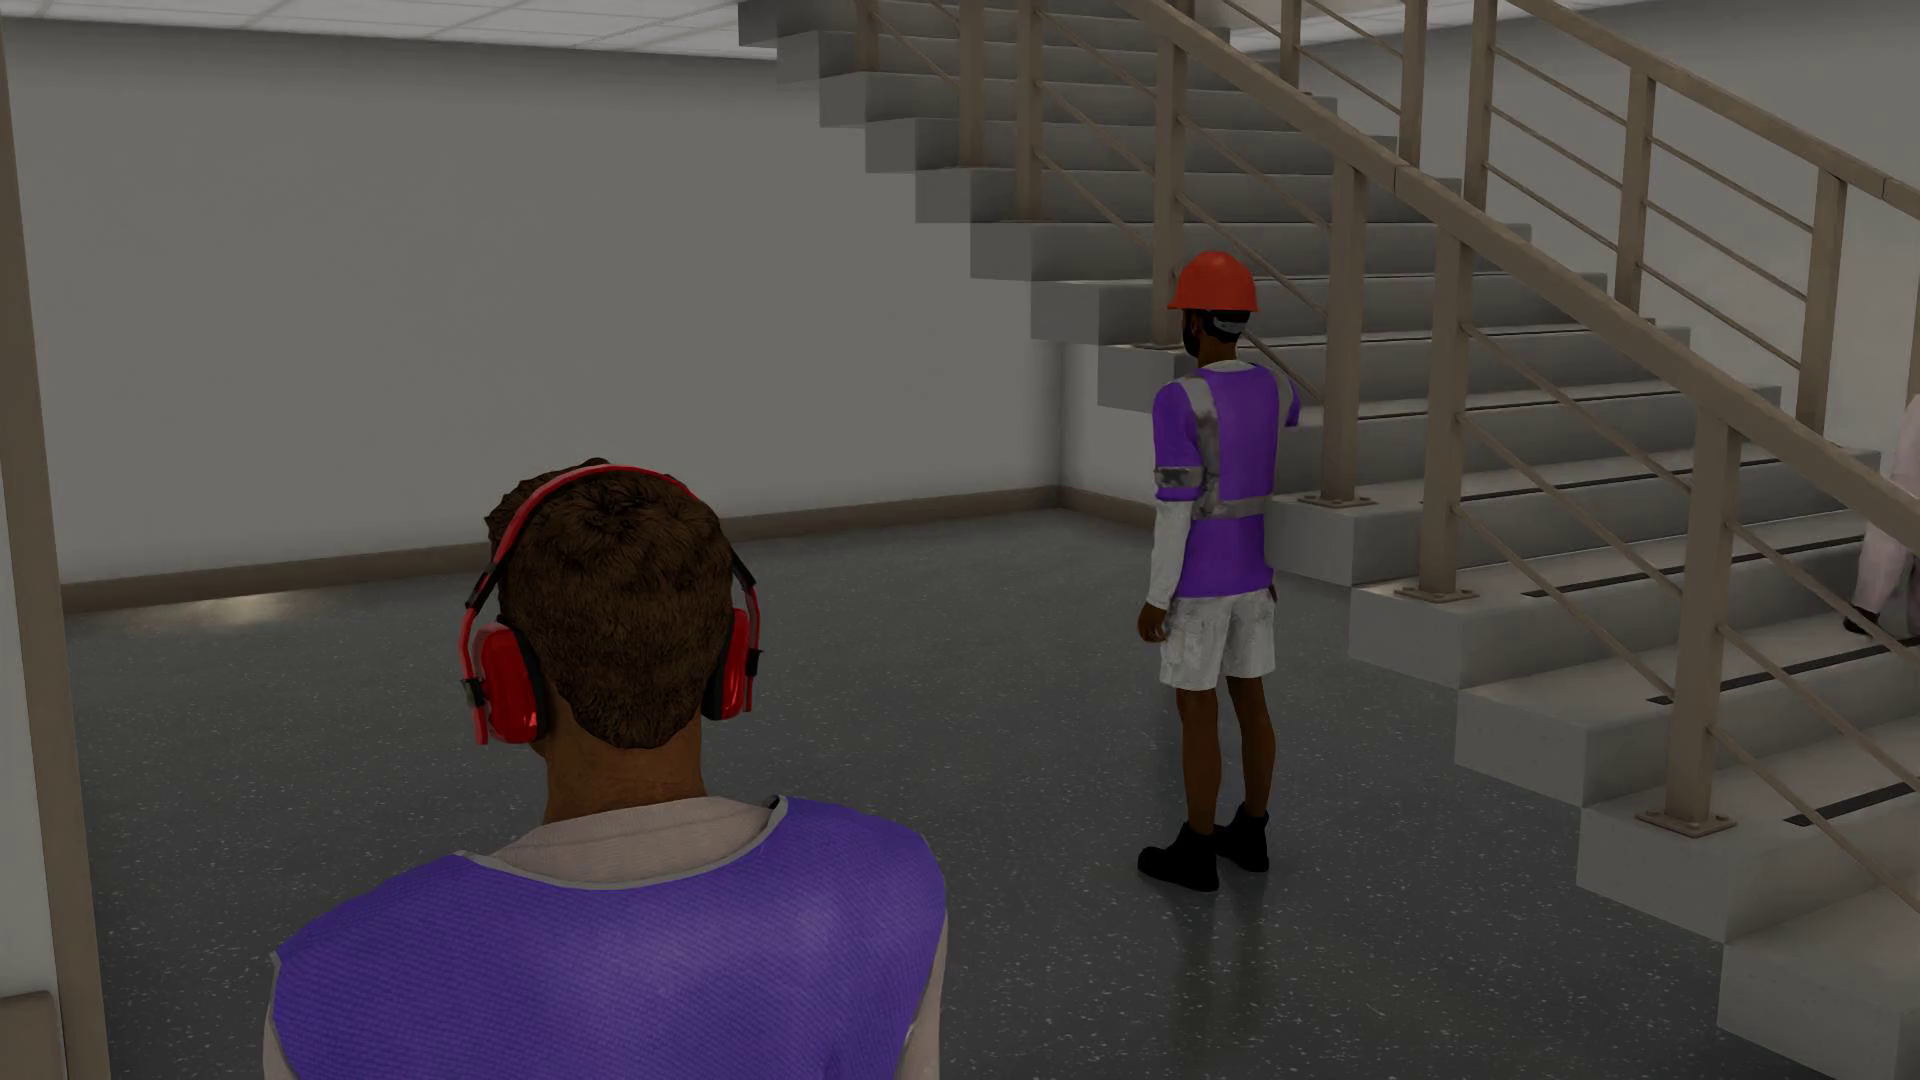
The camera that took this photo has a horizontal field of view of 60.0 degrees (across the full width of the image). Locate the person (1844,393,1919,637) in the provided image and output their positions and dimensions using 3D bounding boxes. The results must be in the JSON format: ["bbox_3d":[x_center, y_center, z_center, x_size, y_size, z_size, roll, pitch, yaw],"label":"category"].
[{"bbox_3d":[2.976,0.136,5.018,0.687,1.883,0.649,-4,11,-18],"label":"person"}]

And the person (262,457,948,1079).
[{"bbox_3d":[-0.260,0.851,1.428,0.560,1.837,0.392,-7,13,-33],"label":"person"}]

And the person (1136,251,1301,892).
[{"bbox_3d":[0.764,0.102,5.075,0.542,1.939,0.366,-8,13,-35],"label":"person"}]
